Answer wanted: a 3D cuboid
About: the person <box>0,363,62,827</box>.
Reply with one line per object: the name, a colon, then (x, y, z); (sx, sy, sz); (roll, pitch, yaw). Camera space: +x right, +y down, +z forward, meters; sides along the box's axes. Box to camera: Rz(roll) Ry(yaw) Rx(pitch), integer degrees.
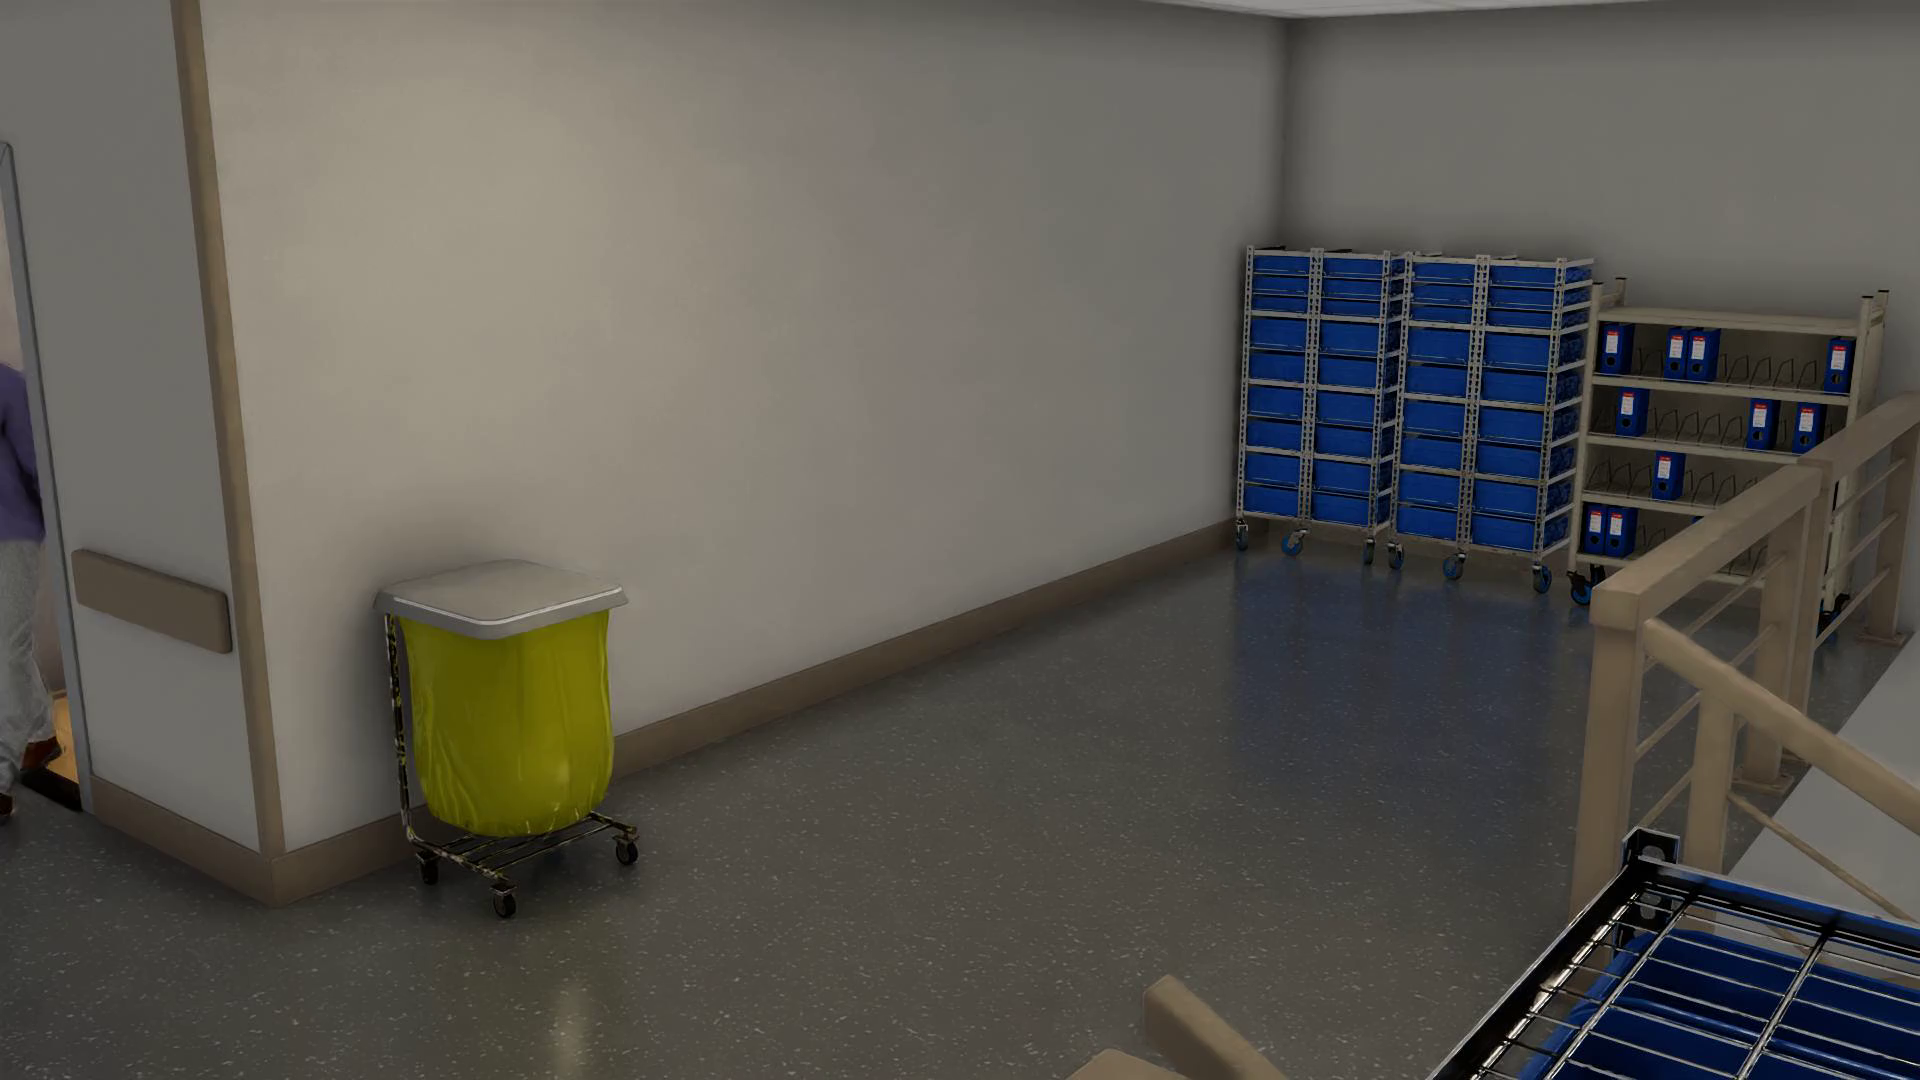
person: (-3.478, 0.046, 5.836); (0.650, 1.872, 0.960); (-1, 13, -4)
